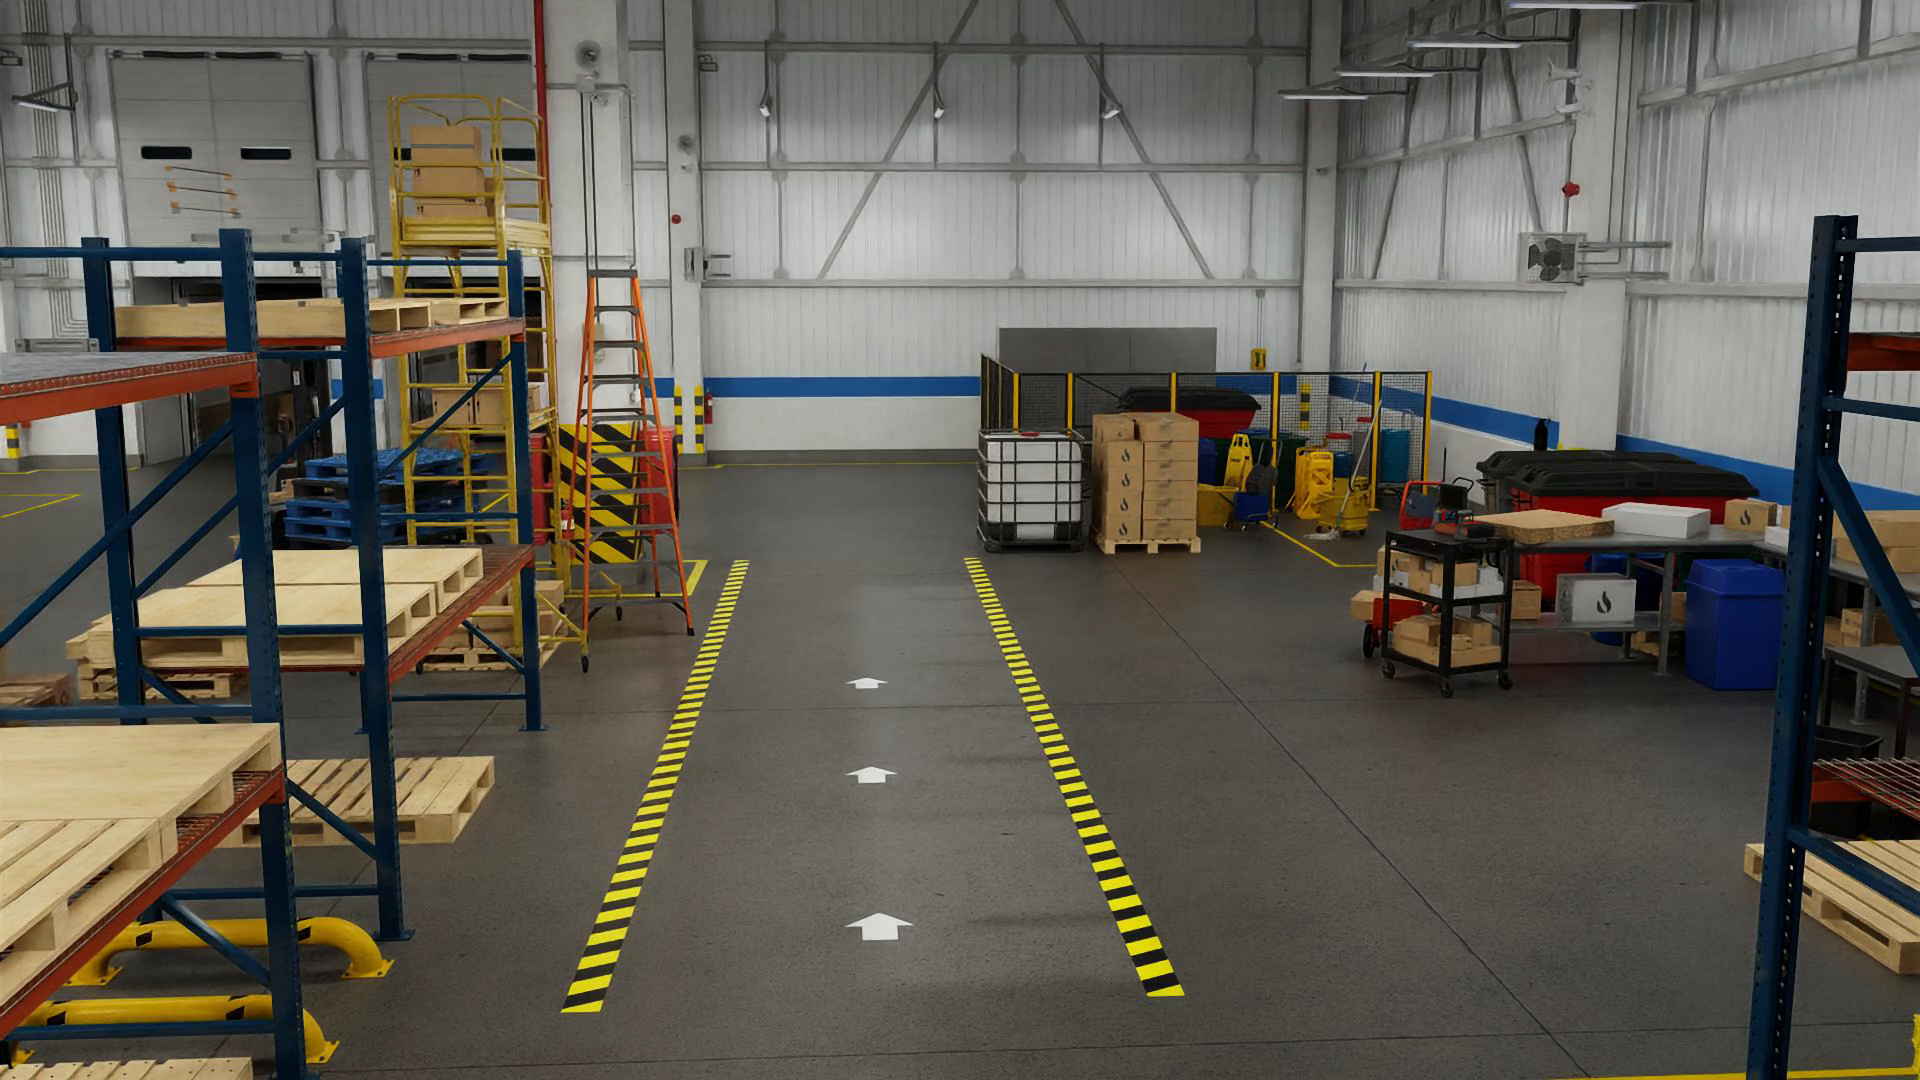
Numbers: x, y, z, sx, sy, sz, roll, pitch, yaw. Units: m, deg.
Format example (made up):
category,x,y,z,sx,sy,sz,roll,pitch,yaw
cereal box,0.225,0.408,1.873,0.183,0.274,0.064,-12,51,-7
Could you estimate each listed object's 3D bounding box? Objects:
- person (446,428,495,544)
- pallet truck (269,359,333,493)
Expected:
category,x,y,z,sx,sy,sz,roll,pitch,yaw
person,-4.754,-0.510,16.182,0.880,1.640,0.541,-5,10,-28
pallet truck,-7.062,-1.131,18.996,1.885,1.965,0.823,2,9,13
